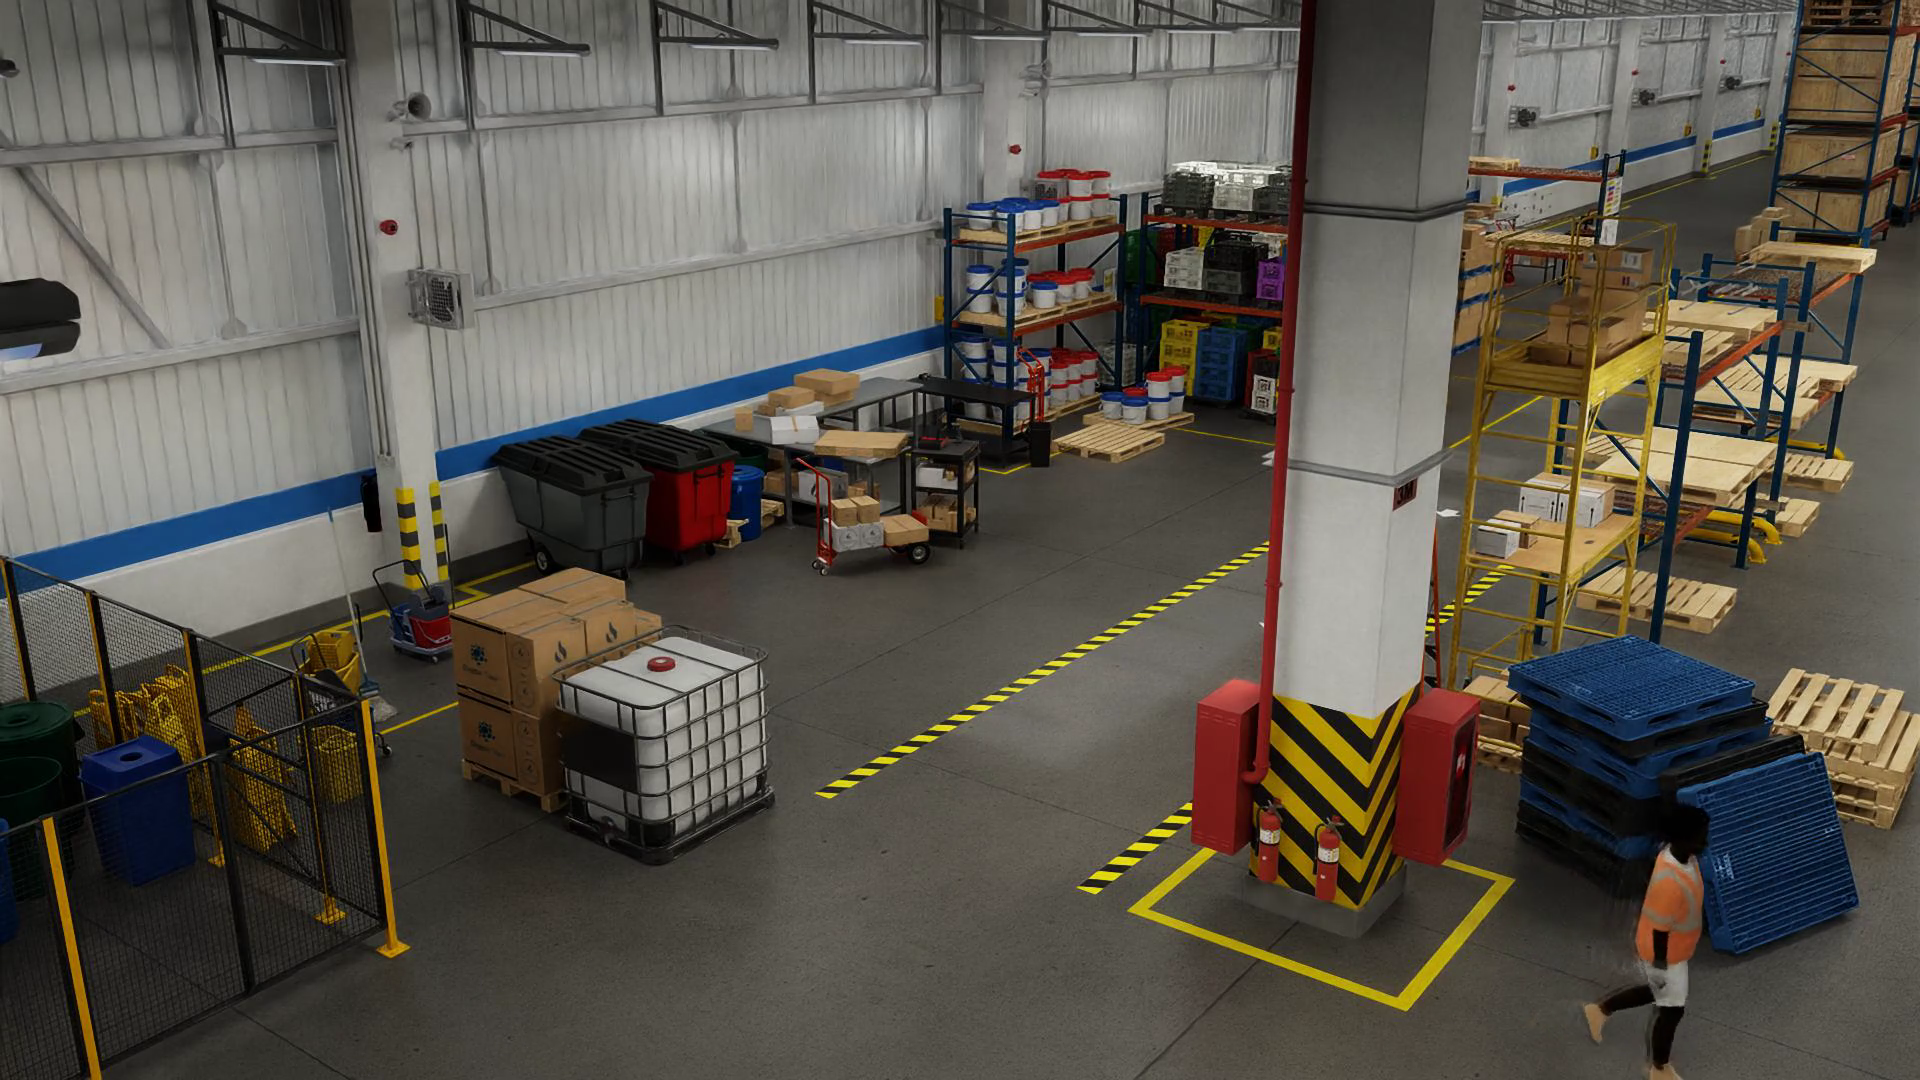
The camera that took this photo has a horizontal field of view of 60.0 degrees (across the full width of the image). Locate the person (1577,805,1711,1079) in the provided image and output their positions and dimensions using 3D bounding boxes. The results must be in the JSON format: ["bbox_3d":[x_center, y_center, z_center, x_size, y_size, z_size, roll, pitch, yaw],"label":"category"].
[{"bbox_3d":[3.721,2.156,8.916,0.606,1.674,0.538,10,20,27],"label":"person"}]
